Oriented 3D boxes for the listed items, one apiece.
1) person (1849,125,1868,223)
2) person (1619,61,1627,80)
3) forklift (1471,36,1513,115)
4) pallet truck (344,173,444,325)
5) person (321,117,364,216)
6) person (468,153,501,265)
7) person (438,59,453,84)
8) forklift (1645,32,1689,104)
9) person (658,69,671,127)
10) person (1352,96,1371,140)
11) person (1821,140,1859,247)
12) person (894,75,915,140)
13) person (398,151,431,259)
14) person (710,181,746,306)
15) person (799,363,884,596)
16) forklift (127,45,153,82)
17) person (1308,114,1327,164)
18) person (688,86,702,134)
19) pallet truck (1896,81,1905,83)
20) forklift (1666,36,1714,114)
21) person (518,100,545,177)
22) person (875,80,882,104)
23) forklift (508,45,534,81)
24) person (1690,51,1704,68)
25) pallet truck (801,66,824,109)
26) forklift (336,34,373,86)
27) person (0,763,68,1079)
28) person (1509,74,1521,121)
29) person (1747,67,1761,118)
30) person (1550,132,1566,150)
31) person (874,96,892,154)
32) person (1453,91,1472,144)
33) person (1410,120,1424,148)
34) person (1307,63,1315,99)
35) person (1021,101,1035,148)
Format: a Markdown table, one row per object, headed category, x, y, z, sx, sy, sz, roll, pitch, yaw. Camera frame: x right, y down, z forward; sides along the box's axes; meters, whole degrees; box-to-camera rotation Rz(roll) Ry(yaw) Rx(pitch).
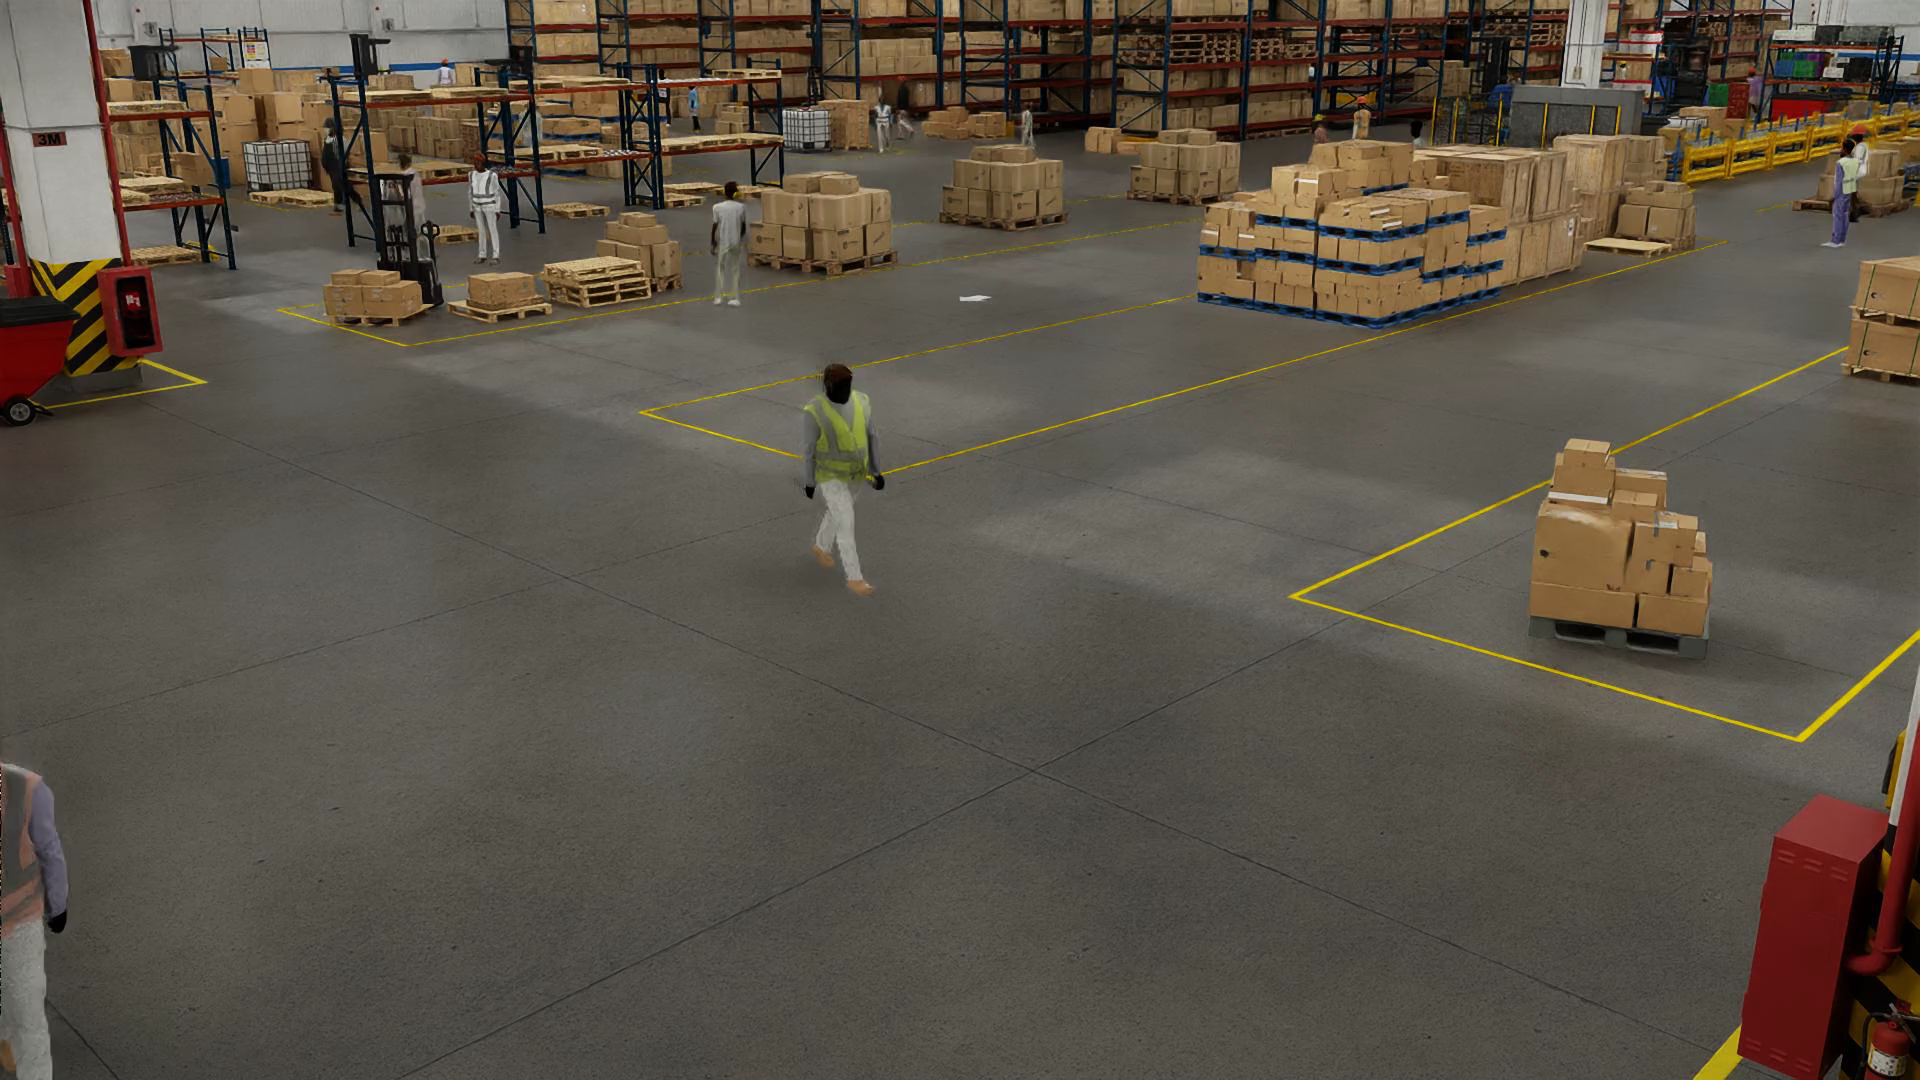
| category | x | y | z | sx | sy | sz | roll | pitch | yaw |
| --- | --- | --- | --- | --- | --- | --- | --- | --- | --- |
| person | 18.003 | -7.358 | 33.434 | 0.460 | 1.928 | 0.595 | 11 | 21 | 30 |
| person | 26.762 | -18.506 | 67.282 | 0.312 | 1.768 | 0.524 | 8 | 20 | 22 |
| forklift | 19.973 | -17.201 | 61.605 | 1.873 | 2.768 | 1.129 | 16 | 24 | 40 |
| pallet truck | -8.209 | -4.181 | 23.757 | 0.823 | 1.965 | 1.885 | 3 | 19 | 9 |
| person | -12.859 | -7.795 | 34.578 | 0.840 | 2.000 | 0.682 | -16 | 24 | -40 |
| person | -8.085 | -5.628 | 28.291 | 0.572 | 1.886 | 0.358 | 6 | 19 | 17 |
| person | -20.238 | -17.978 | 65.487 | 0.550 | 1.899 | 0.962 | -5 | 19 | -14 |
| forklift | 28.735 | -19.058 | 67.200 | 1.129 | 2.768 | 1.873 | 17 | 24 | 41 |
| person | -10.079 | -15.063 | 56.685 | 0.589 | 1.912 | 0.391 | 13 | 22 | 34 |
| person | 10.098 | -10.220 | 42.047 | 0.551 | 1.937 | 0.357 | -13 | 22 | -35 |
| person | 16.064 | -6.298 | 30.260 | 0.590 | 1.919 | 0.395 | -12 | 22 | -33 |
| person | -1.731 | -13.323 | 51.336 | 0.652 | 1.974 | 0.638 | 5 | 19 | 14 |
| person | -9.257 | -5.602 | 28.156 | 0.384 | 1.938 | 0.630 | 0 | 18 | 0 |
| person | -3.429 | -4.376 | 24.579 | 0.543 | 1.849 | 0.495 | -5 | 19 | -15 |
| person | -0.965 | -0.543 | 13.131 | 0.617 | 1.793 | 0.992 | -15 | 24 | -38 |
| forklift | -25.544 | -14.056 | 52.129 | 1.873 | 2.768 | 1.129 | -2 | 18 | -5 |
| person | 8.365 | -9.042 | 38.794 | 0.521 | 1.746 | 0.401 | -16 | 24 | -39 |
| person | -8.572 | -13.949 | 53.719 | 0.534 | 1.695 | 0.581 | -1 | 18 | -2 |
| pallet truck | 34.802 | -16.331 | 61.455 | 0.653 | 1.274 | 1.630 | 17 | 25 | 41 |
| forklift | 27.341 | -17.291 | 61.877 | 1.129 | 2.768 | 1.873 | 17 | 25 | 41 |
| person | -10.613 | -9.975 | 41.357 | 0.830 | 1.908 | 0.639 | 15 | 23 | 37 |
| person | -2.934 | -17.369 | 63.740 | 0.623 | 1.841 | 0.430 | -1 | 18 | -3 |
| forklift | -13.658 | -14.074 | 52.183 | 1.129 | 2.768 | 1.873 | 17 | 25 | 41 |
| person | 31.594 | -20.109 | 71.835 | 0.814 | 1.956 | 0.636 | 2 | 19 | 7 |
| pallet truck | -4.812 | -15.182 | 56.903 | 0.823 | 1.965 | 1.885 | -9 | 21 | -26 |
| forklift | -23.363 | -18.330 | 65.008 | 1.129 | 2.768 | 1.873 | 17 | 25 | 41 |
| person | -4.024 | 1.532 | 6.867 | 0.627 | 1.804 | 0.937 | -6 | 19 | -18 |
| person | 19.805 | -15.806 | 59.352 | 0.283 | 1.631 | 0.503 | 9 | 20 | 25 |
| person | 28.142 | -15.788 | 58.944 | 0.978 | 1.879 | 0.607 | -5 | 19 | -16 |
| person | 11.753 | -7.072 | 32.736 | 0.875 | 1.834 | 0.539 | 9 | 20 | 26 |
| person | -2.188 | -11.862 | 47.481 | 0.524 | 1.619 | 0.589 | 2 | 18 | 6 |
| person | 14.930 | -12.533 | 49.504 | 0.514 | 1.617 | 0.493 | 12 | 22 | 32 |
| person | 9.521 | -7.728 | 34.539 | 0.675 | 1.943 | 0.606 | 4 | 19 | 13 |
| person | 14.661 | -19.117 | 69.247 | 0.542 | 1.679 | 0.603 | 2 | 18 | 5 |
| person | 1.911 | -10.982 | 44.811 | 0.562 | 1.621 | 0.546 | -5 | 19 | -15 |
